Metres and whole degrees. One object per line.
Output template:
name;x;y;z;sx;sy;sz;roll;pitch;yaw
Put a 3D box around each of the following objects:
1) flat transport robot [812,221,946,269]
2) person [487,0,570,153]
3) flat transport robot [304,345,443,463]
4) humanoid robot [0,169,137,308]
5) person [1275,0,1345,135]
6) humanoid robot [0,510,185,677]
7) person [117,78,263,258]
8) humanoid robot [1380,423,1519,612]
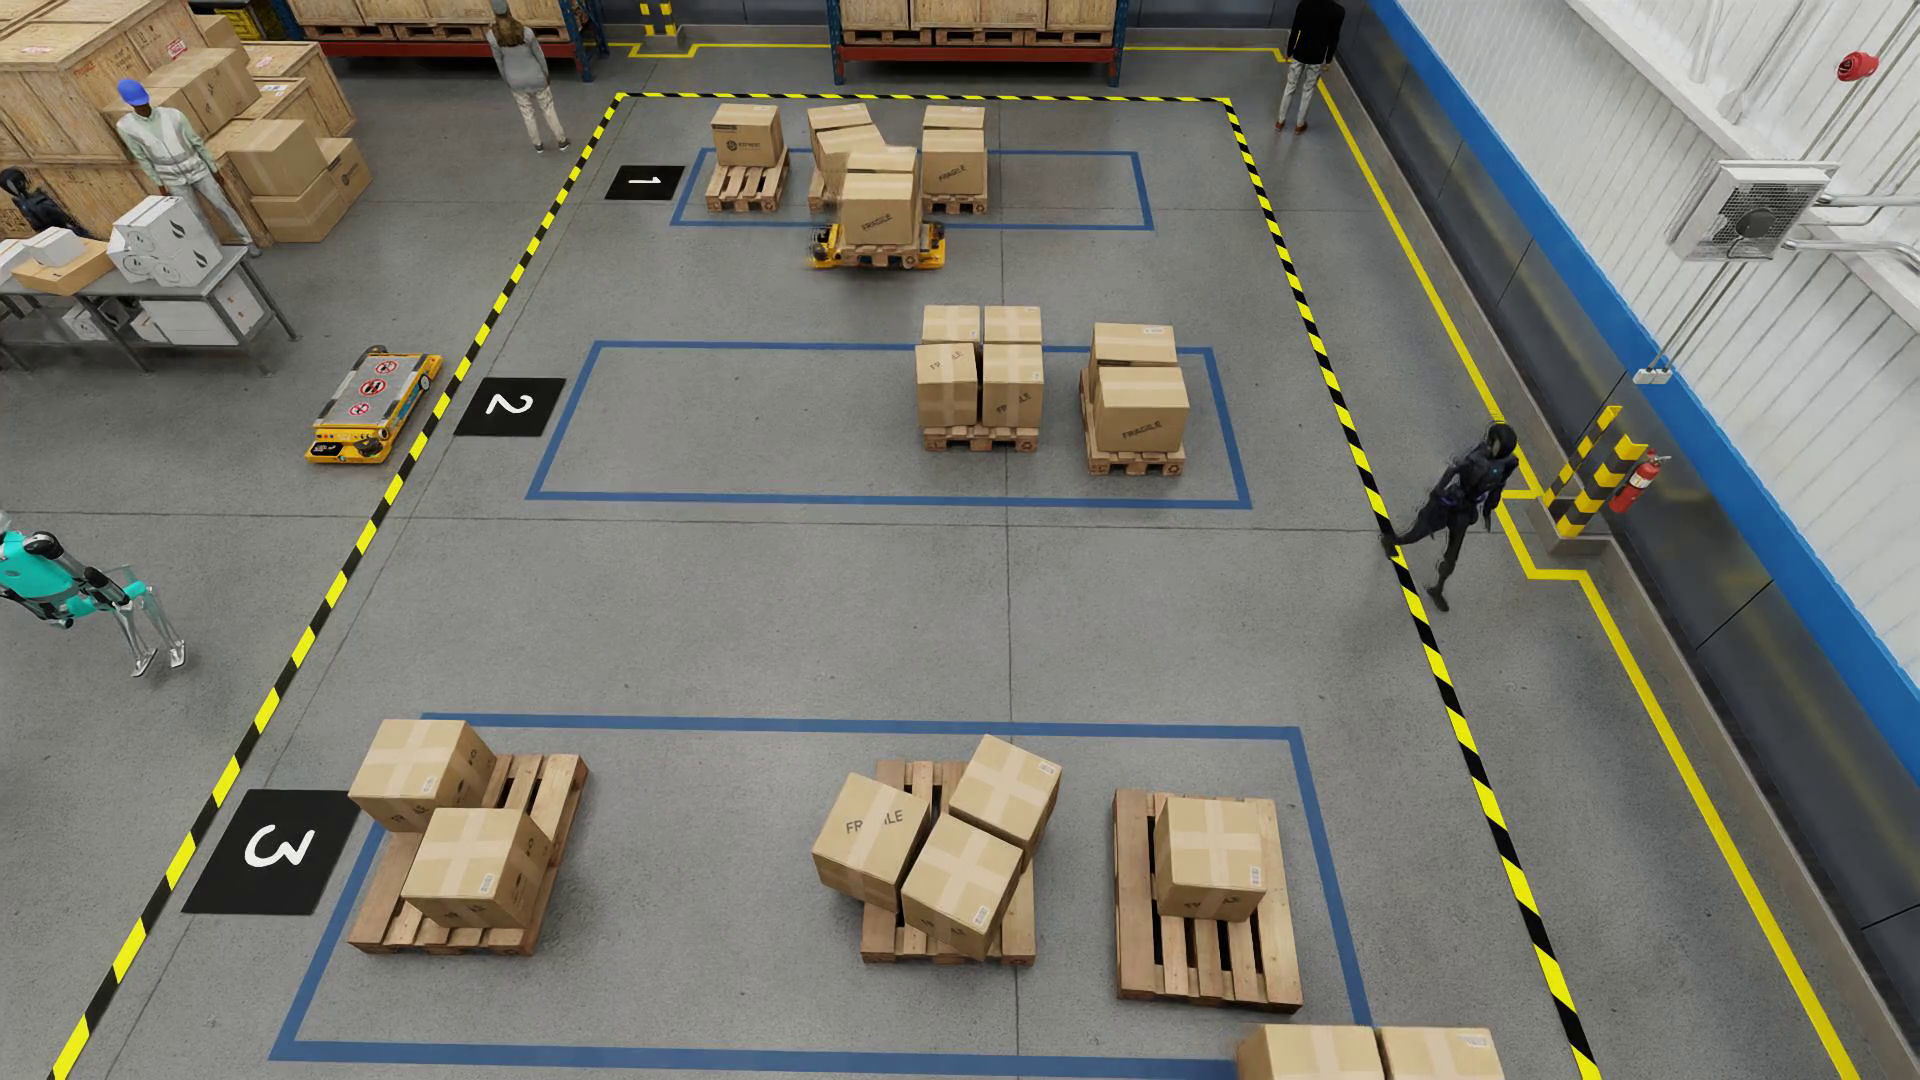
flat transport robot;-0.880;-3.273;10.119;1.431;0.197;0.652;1;50;1
person;-5.258;-5.603;11.124;0.562;1.769;0.400;-9;50;-8
flat transport robot;-5.383;-1.269;8.441;0.659;0.231;1.431;1;50;1
humanoid robot;-8.448;-2.761;8.783;0.612;1.650;0.352;10;51;9
person;4.350;-6.029;11.410;0.589;1.884;0.350;21;53;17
humanoid robot;-5.809;0.263;6.094;0.533;1.677;0.735;-12;51;-10
person;-7.991;-3.773;9.468;0.607;1.939;0.413;-29;56;-23
humanoid robot;3.597;-0.238;6.678;0.601;1.639;0.762;-7;50;-6
